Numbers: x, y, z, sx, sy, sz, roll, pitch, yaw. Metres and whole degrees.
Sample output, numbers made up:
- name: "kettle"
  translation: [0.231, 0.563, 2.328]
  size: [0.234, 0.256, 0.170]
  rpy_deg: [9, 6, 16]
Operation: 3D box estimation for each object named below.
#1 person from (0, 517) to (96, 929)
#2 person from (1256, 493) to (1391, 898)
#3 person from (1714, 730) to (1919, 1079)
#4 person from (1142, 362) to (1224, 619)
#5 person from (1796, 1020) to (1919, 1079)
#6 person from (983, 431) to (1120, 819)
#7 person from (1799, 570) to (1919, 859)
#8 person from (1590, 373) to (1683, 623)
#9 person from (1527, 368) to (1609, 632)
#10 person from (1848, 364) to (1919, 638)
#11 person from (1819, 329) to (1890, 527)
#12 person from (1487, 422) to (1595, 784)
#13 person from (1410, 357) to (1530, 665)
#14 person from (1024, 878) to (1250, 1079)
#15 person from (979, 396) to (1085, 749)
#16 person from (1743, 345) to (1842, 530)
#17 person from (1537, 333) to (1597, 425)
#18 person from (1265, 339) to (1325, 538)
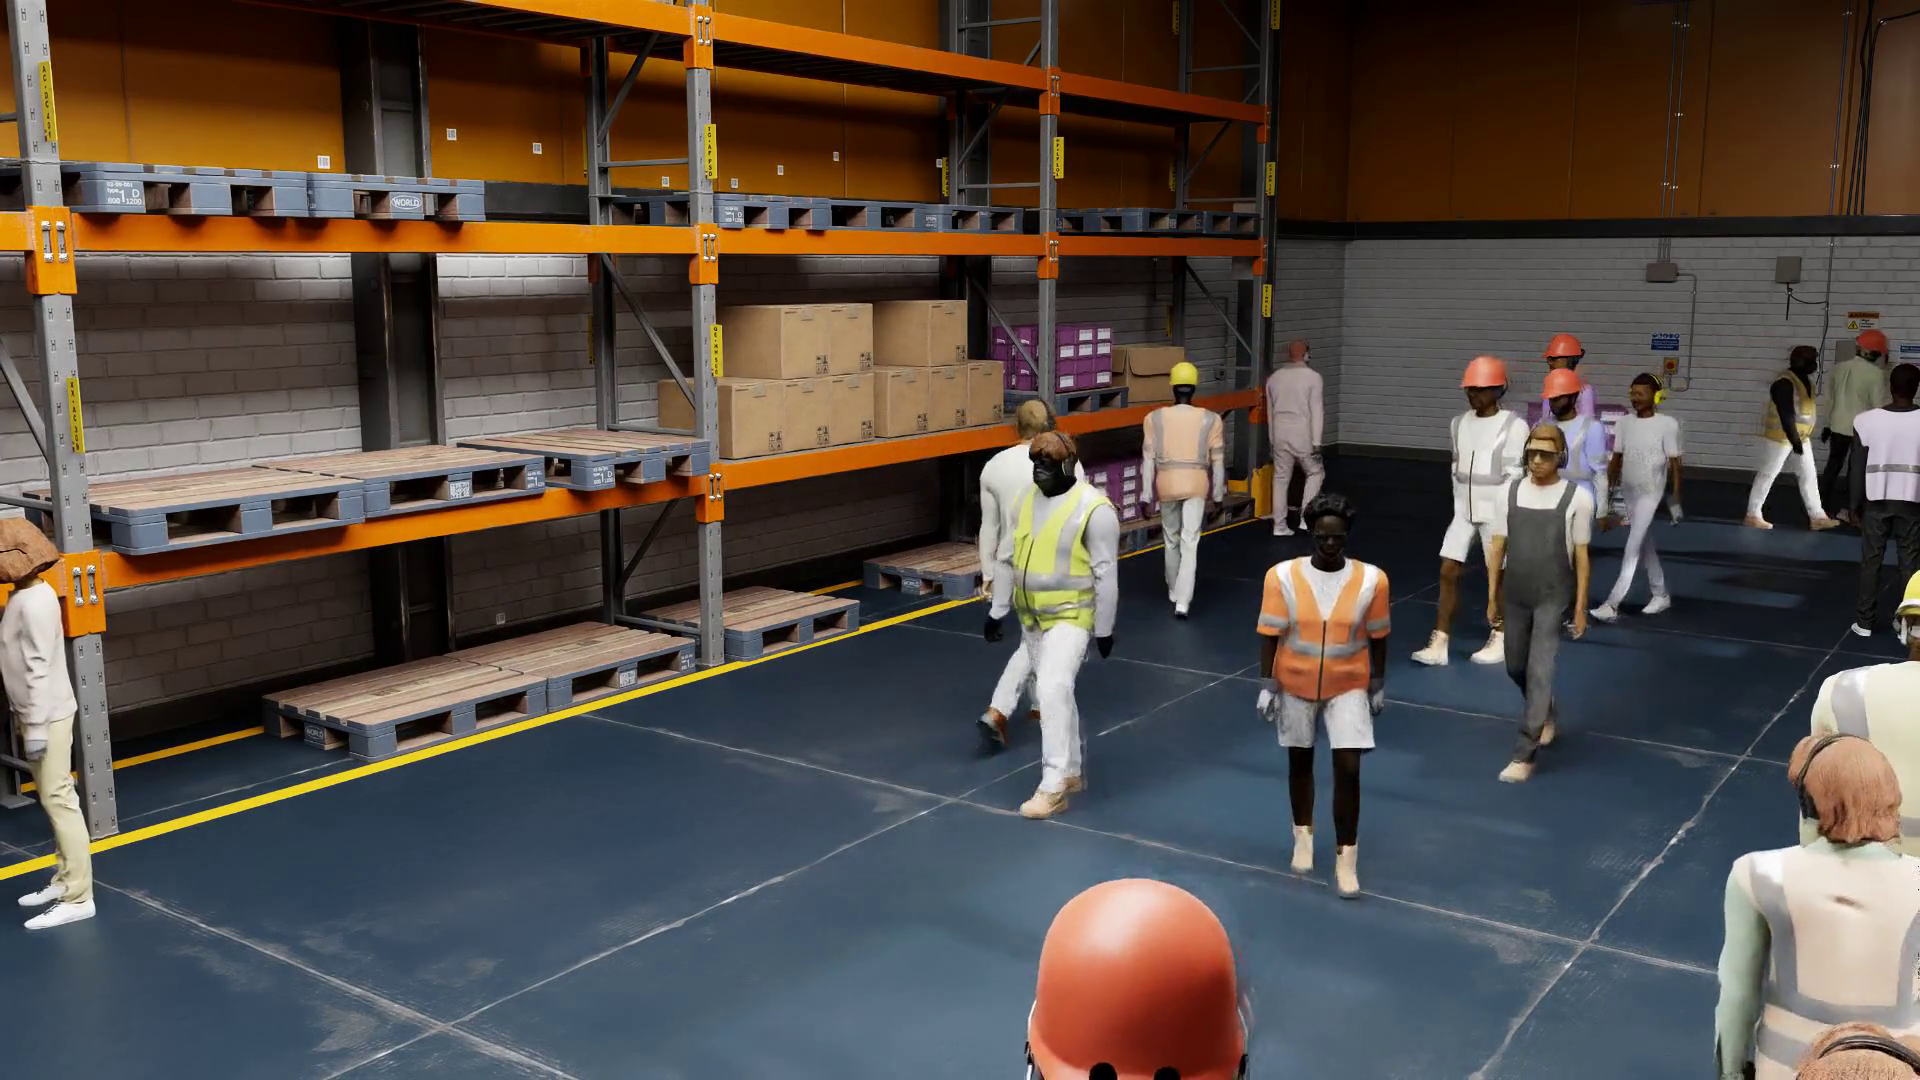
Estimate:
- name: "person"
  translation: [-3.662, 0.715, 6.611]
  size: [0.270, 1.627, 0.499]
  rpy_deg: [-7, 12, -34]
- name: "person"
  translation: [1.505, 0.639, 6.929]
  size: [0.549, 1.668, 0.675]
  rpy_deg: [2, 10, 13]
- name: "person"
  translation: [1.984, 1.214, 3.752]
  size: [0.518, 1.583, 0.903]
  rpy_deg: [5, 11, 29]
- name: "person"
  translation: [1.658, -0.378, 12.392]
  size: [0.602, 1.884, 1.009]
  rpy_deg: [2, 10, 10]
- name: "person"
  translation: [1.199, 1.449, 2.330]
  size: [0.550, 1.592, 0.868]
  rpy_deg: [7, 12, 35]
- name: "person"
  translation: [0.379, 0.395, 7.943]
  size: [0.708, 1.819, 0.624]
  rpy_deg: [-8, 12, -38]
- name: "person"
  translation: [2.653, 0.954, 4.603]
  size: [0.600, 1.820, 0.404]
  rpy_deg: [7, 12, 36]
- name: "person"
  translation: [4.970, -0.313, 12.176]
  size: [1.000, 1.816, 0.532]
  rpy_deg: [-6, 11, -32]
- name: "person"
  translation: [4.137, -0.244, 11.573]
  size: [0.991, 1.876, 0.557]
  rpy_deg: [-5, 11, -28]
- name: "person"
  translation: [6.498, -0.263, 11.569]
  size: [0.592, 1.920, 0.392]
  rpy_deg: [5, 11, 27]
- name: "person"
  translation: [8.838, -1.102, 16.435]
  size: [0.397, 1.964, 0.712]
  rpy_deg: [-3, 10, -17]
- name: "person"
  translation: [2.997, 0.290, 8.580]
  size: [0.513, 1.823, 0.810]
  rpy_deg: [8, 12, 39]
- name: "person"
  translation: [3.279, -0.155, 10.649]
  size: [0.907, 2.007, 0.628]
  rpy_deg: [-7, 12, -37]
- name: "person"
  translation: [0.218, 1.307, 2.089]
  size: [0.619, 1.966, 0.736]
  rpy_deg: [2, 10, 12]
- name: "person"
  translation: [0.360, 0.166, 9.095]
  size: [0.621, 1.909, 0.958]
  rpy_deg: [8, 12, 38]
- name: "person"
  translation: [8.125, -0.972, 16.130]
  size: [0.620, 1.801, 0.950]
  rpy_deg: [-7, 12, -36]
- name: "person"
  translation: [4.845, -0.644, 13.467]
  size: [0.373, 2.043, 0.615]
  rpy_deg: [-3, 10, -17]
- name: "person"
  translation: [3.233, -0.961, 15.813]
  size: [0.663, 1.883, 0.685]
  rpy_deg: [-9, 13, -43]
